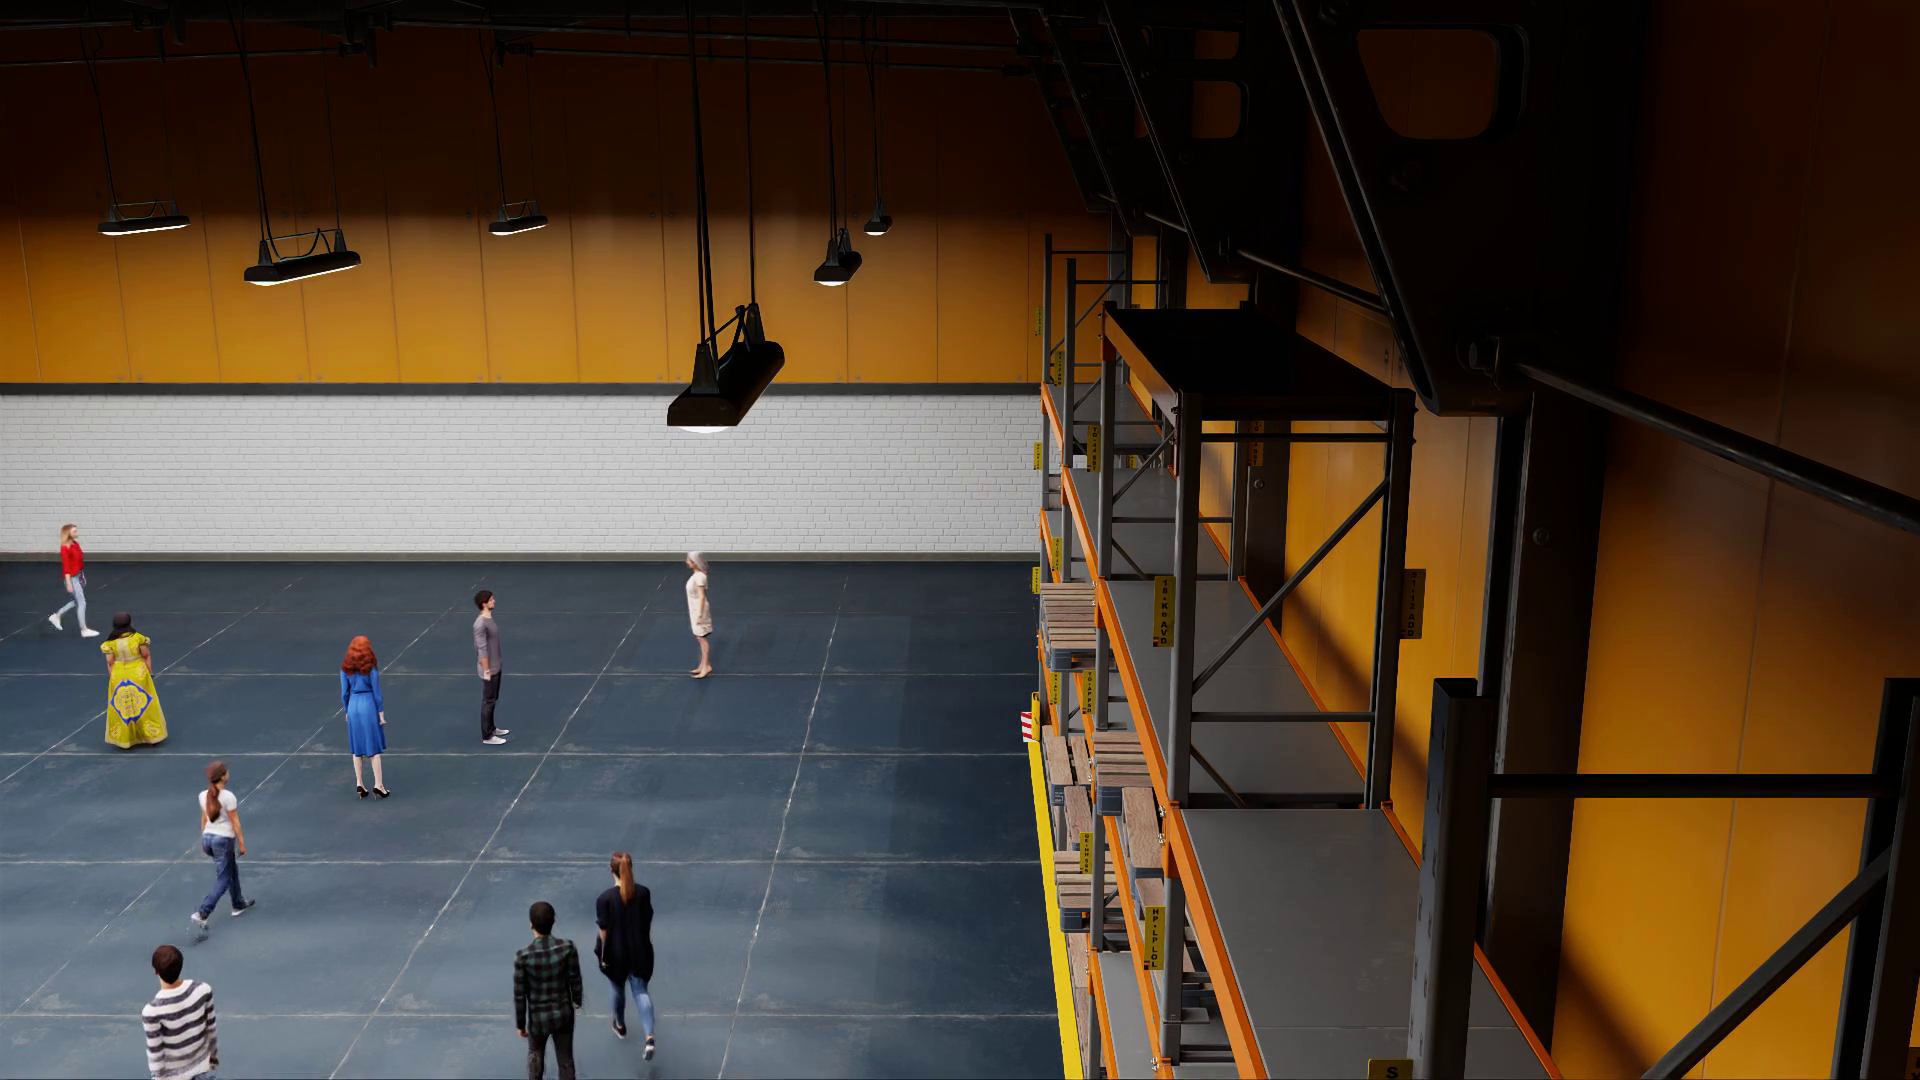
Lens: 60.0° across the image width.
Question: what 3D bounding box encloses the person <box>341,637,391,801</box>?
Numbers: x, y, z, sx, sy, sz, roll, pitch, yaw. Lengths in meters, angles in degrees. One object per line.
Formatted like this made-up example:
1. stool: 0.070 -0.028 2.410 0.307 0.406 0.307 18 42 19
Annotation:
1. person: -6.485 1.940 18.095 0.653 1.824 0.636 3 14 11

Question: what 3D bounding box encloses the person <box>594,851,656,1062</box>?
1. person: -2.578 3.263 12.989 0.933 1.657 1.171 -6 15 -25

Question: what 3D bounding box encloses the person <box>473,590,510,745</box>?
1. person: -5.632 1.495 19.868 0.764 1.855 0.515 -2 14 -7

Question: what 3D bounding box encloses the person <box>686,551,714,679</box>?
1. person: -3.466 0.984 22.231 0.704 1.737 0.558 -3 14 -11

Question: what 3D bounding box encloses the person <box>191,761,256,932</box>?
1. person: -6.791 2.797 15.166 0.765 1.537 1.077 5 14 19

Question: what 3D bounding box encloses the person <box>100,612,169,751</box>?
1. person: -9.790 1.653 19.633 0.976 1.659 0.956 -6 15 -23

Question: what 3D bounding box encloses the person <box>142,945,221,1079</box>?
1. person: -5.157 3.618 11.186 1.208 1.815 1.183 12 18 41

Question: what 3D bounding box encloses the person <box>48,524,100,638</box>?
1. person: -12.843 0.590 23.962 0.757 1.688 0.886 -2 14 -8

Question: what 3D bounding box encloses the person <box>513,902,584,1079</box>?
1. person: -3.051 3.552 12.396 0.864 1.693 0.988 -4 14 -17
